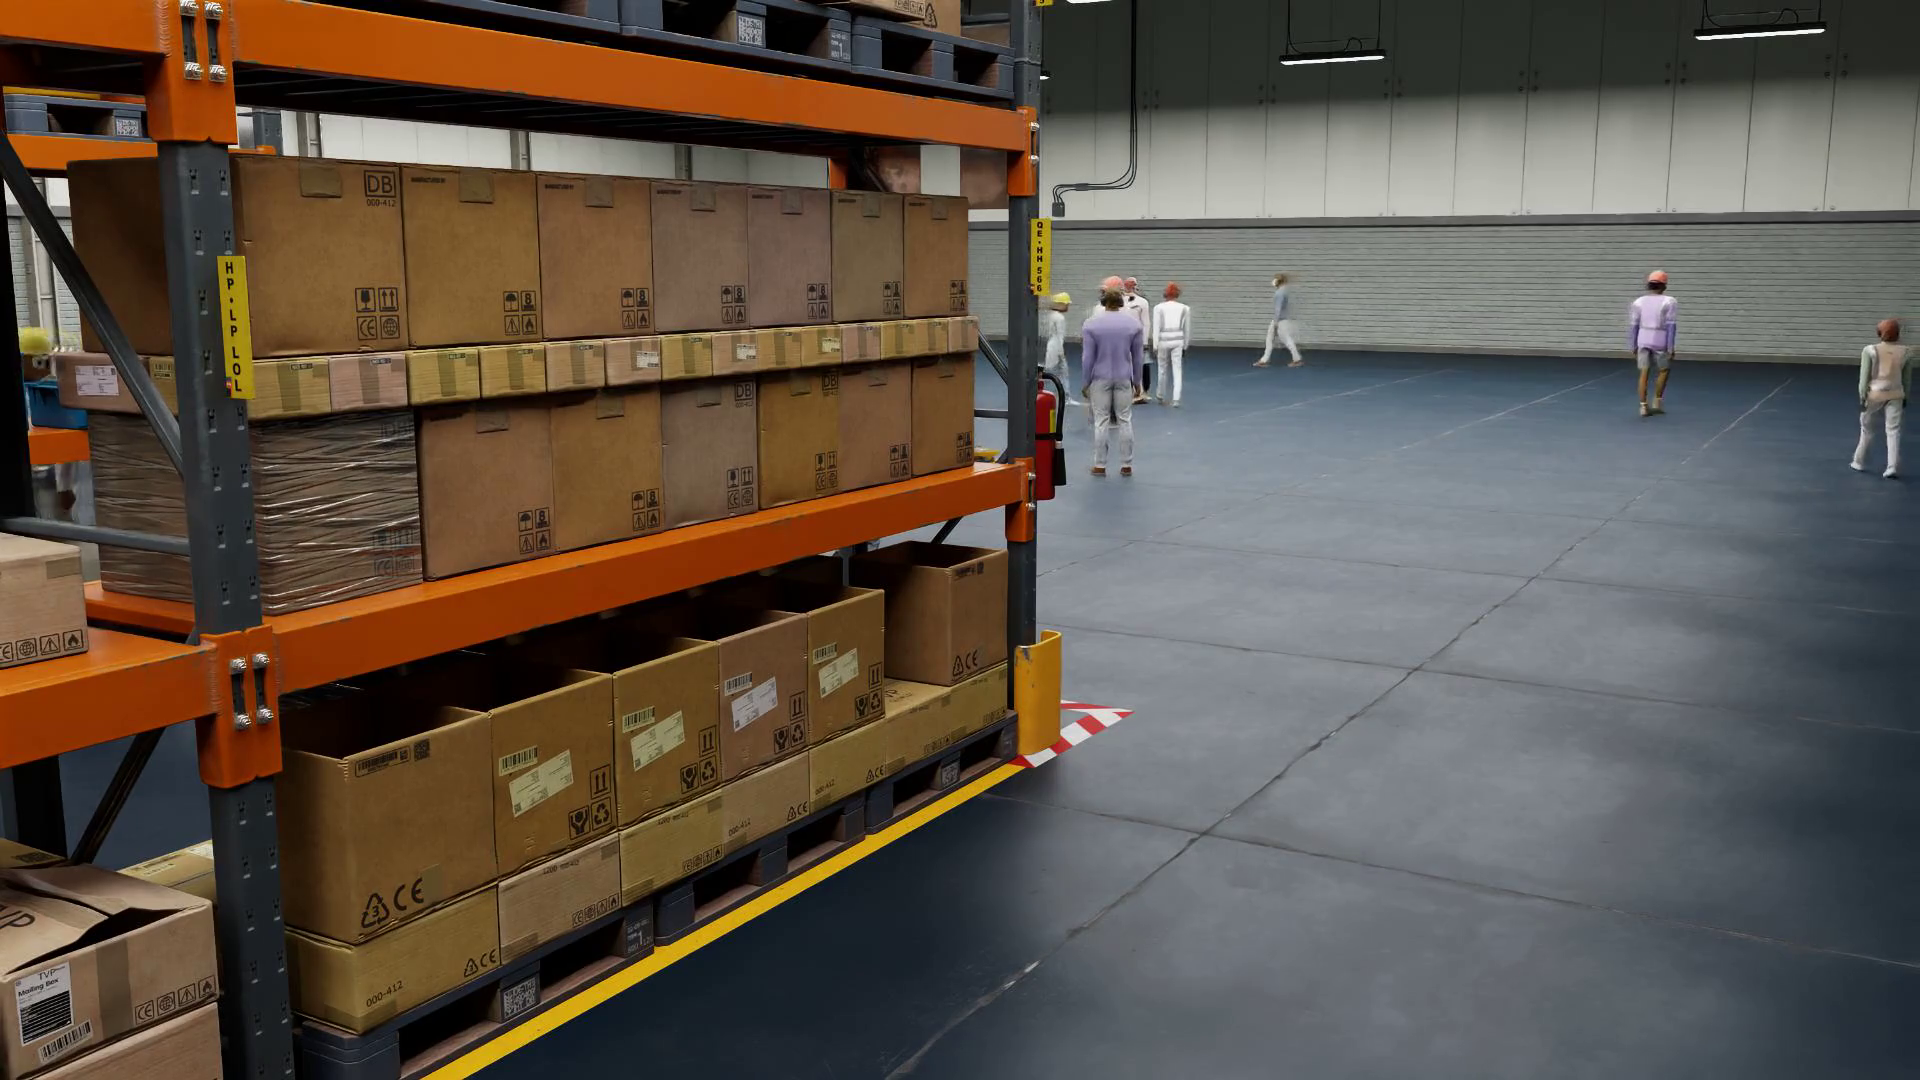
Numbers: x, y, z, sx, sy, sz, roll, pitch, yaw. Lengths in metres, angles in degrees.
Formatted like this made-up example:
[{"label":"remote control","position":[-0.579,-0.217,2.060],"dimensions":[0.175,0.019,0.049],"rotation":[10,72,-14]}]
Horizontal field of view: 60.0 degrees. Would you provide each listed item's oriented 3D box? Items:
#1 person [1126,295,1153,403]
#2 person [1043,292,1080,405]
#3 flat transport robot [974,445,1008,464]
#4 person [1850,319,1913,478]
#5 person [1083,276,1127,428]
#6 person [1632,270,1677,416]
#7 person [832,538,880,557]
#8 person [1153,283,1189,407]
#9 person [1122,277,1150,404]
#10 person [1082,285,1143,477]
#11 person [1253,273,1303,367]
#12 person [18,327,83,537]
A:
[{"label":"person","position":[2.677,-2.869,25.084],"dimensions":[0.601,1.661,0.468],"rotation":[-5,11,-27]},{"label":"person","position":[1.352,-2.825,24.684],"dimensions":[0.828,1.697,0.506],"rotation":[-1,10,-4]},{"label":"flat transport robot","position":[-0.244,-0.824,17.139],"dimensions":[1.431,0.197,0.652],"rotation":[-7,12,-36]},{"label":"person","position":[9.379,-1.440,16.883],"dimensions":[0.528,1.588,0.883],"rotation":[2,10,9]},{"label":"person","position":[1.904,-2.400,21.373],"dimensions":[0.715,1.977,0.633],"rotation":[-6,11,-30]},{"label":"person","position":[9.700,-2.734,23.186],"dimensions":[0.647,2.022,0.642],"rotation":[9,13,43]},{"label":"person","position":[-0.758,-0.613,11.919],"dimensions":[0.508,1.632,0.264],"rotation":[4,10,21]},{"label":"person","position":[3.130,-2.893,24.724],"dimensions":[0.575,1.828,1.056],"rotation":[-1,10,-3]},{"label":"person","position":[2.561,-2.995,25.067],"dimensions":[0.643,1.910,0.399],"rotation":[5,11,27]},{"label":"person","position":[1.538,-1.602,16.818],"dimensions":[0.635,1.937,0.352],"rotation":[-1,10,-7]},{"label":"person","position":[6.454,-4.415,33.435],"dimensions":[1.000,1.895,0.642],"rotation":[2,10,10]},{"label":"person","position":[-5.516,-0.406,10.196],"dimensions":[0.603,1.808,0.707],"rotation":[9,13,43]}]
